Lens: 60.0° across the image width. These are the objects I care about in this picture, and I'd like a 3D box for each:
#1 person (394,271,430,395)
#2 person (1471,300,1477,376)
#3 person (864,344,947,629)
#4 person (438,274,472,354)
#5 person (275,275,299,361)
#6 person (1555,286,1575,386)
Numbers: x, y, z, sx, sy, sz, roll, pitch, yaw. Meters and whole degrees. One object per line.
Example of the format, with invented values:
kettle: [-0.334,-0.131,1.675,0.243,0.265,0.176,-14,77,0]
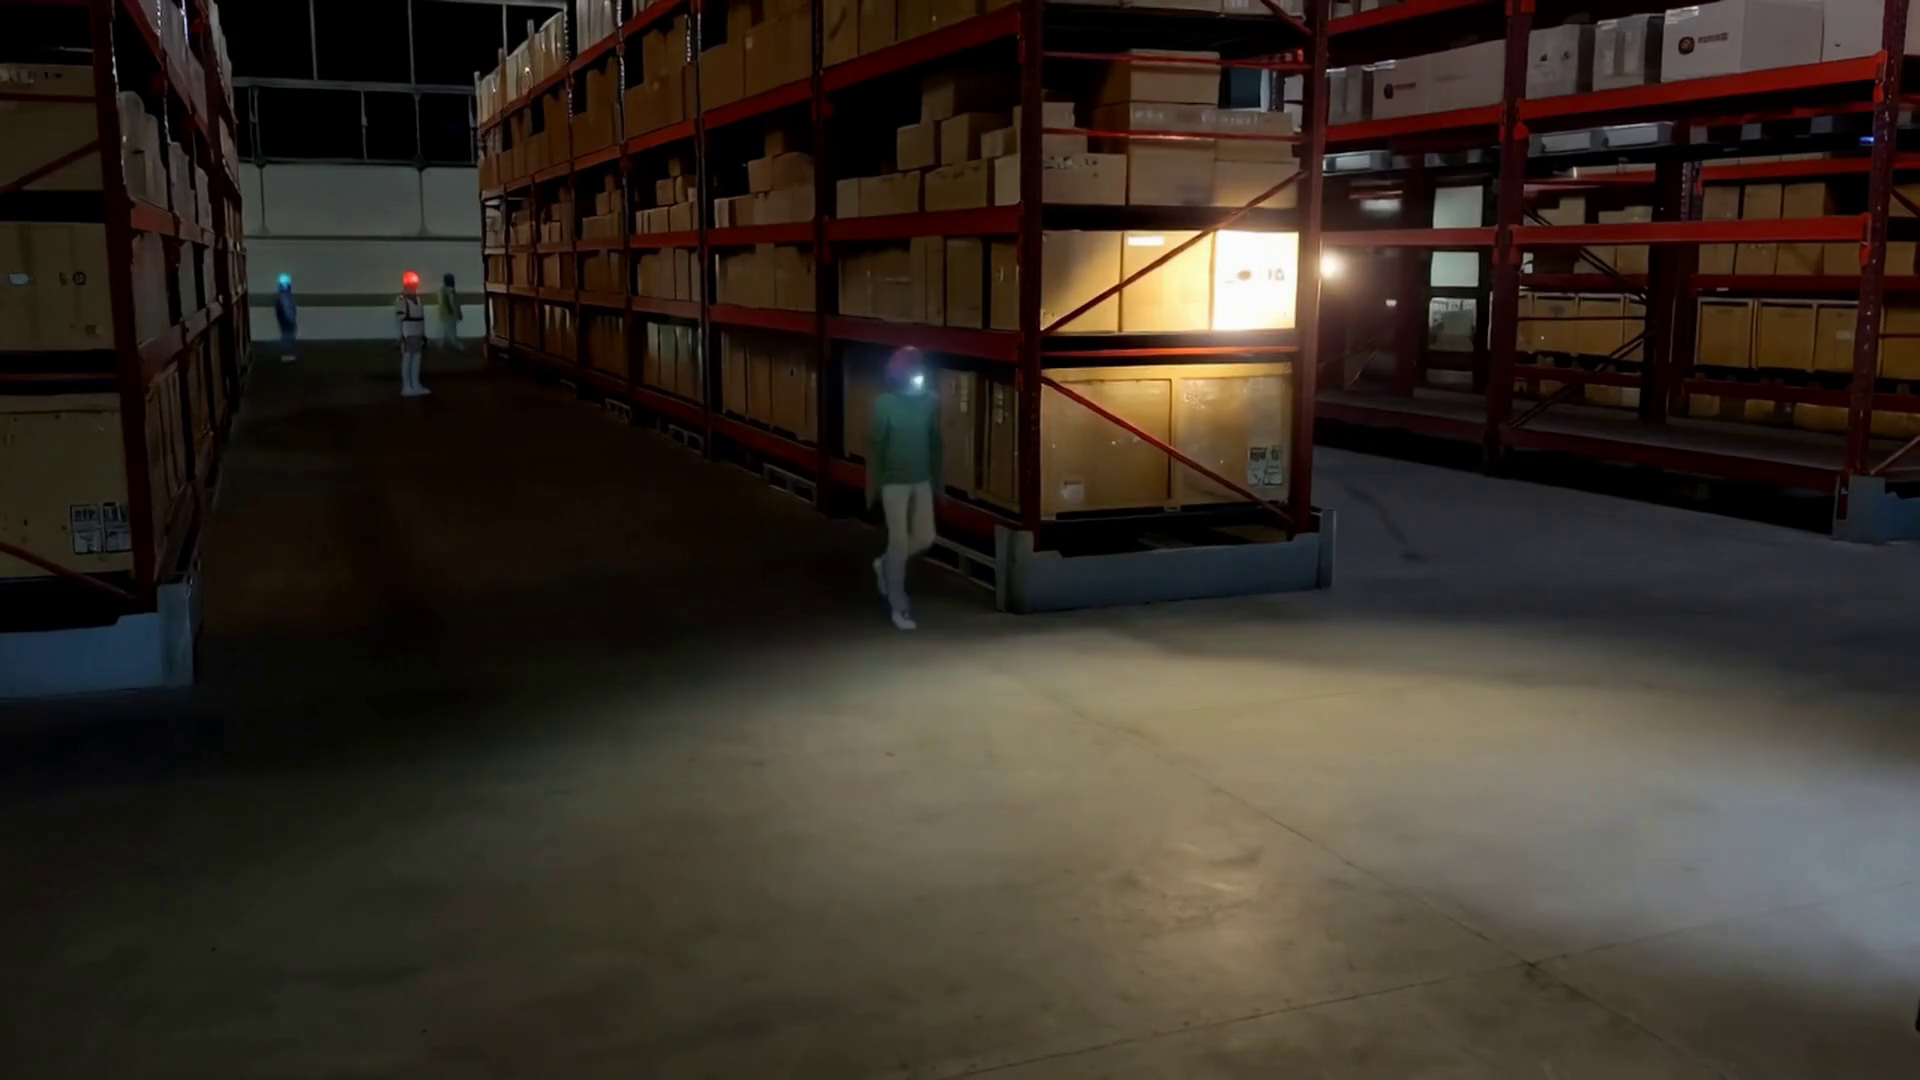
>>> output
person: [-8.604,-3.250,26.134,0.350,1.942,0.545,4,10,25]
person: [9.547,-3.818,30.130,0.546,1.742,0.684,-4,10,-23]
person: [-0.355,-0.325,9.588,0.527,1.618,0.531,-7,12,-38]
person: [-11.545,-5.149,37.930,0.915,1.799,0.652,-8,12,-38]
person: [-14.196,-4.691,35.144,0.533,1.812,0.619,-4,10,-24]
person: [10.310,-3.599,28.070,0.395,1.993,0.614,0,9,0]
